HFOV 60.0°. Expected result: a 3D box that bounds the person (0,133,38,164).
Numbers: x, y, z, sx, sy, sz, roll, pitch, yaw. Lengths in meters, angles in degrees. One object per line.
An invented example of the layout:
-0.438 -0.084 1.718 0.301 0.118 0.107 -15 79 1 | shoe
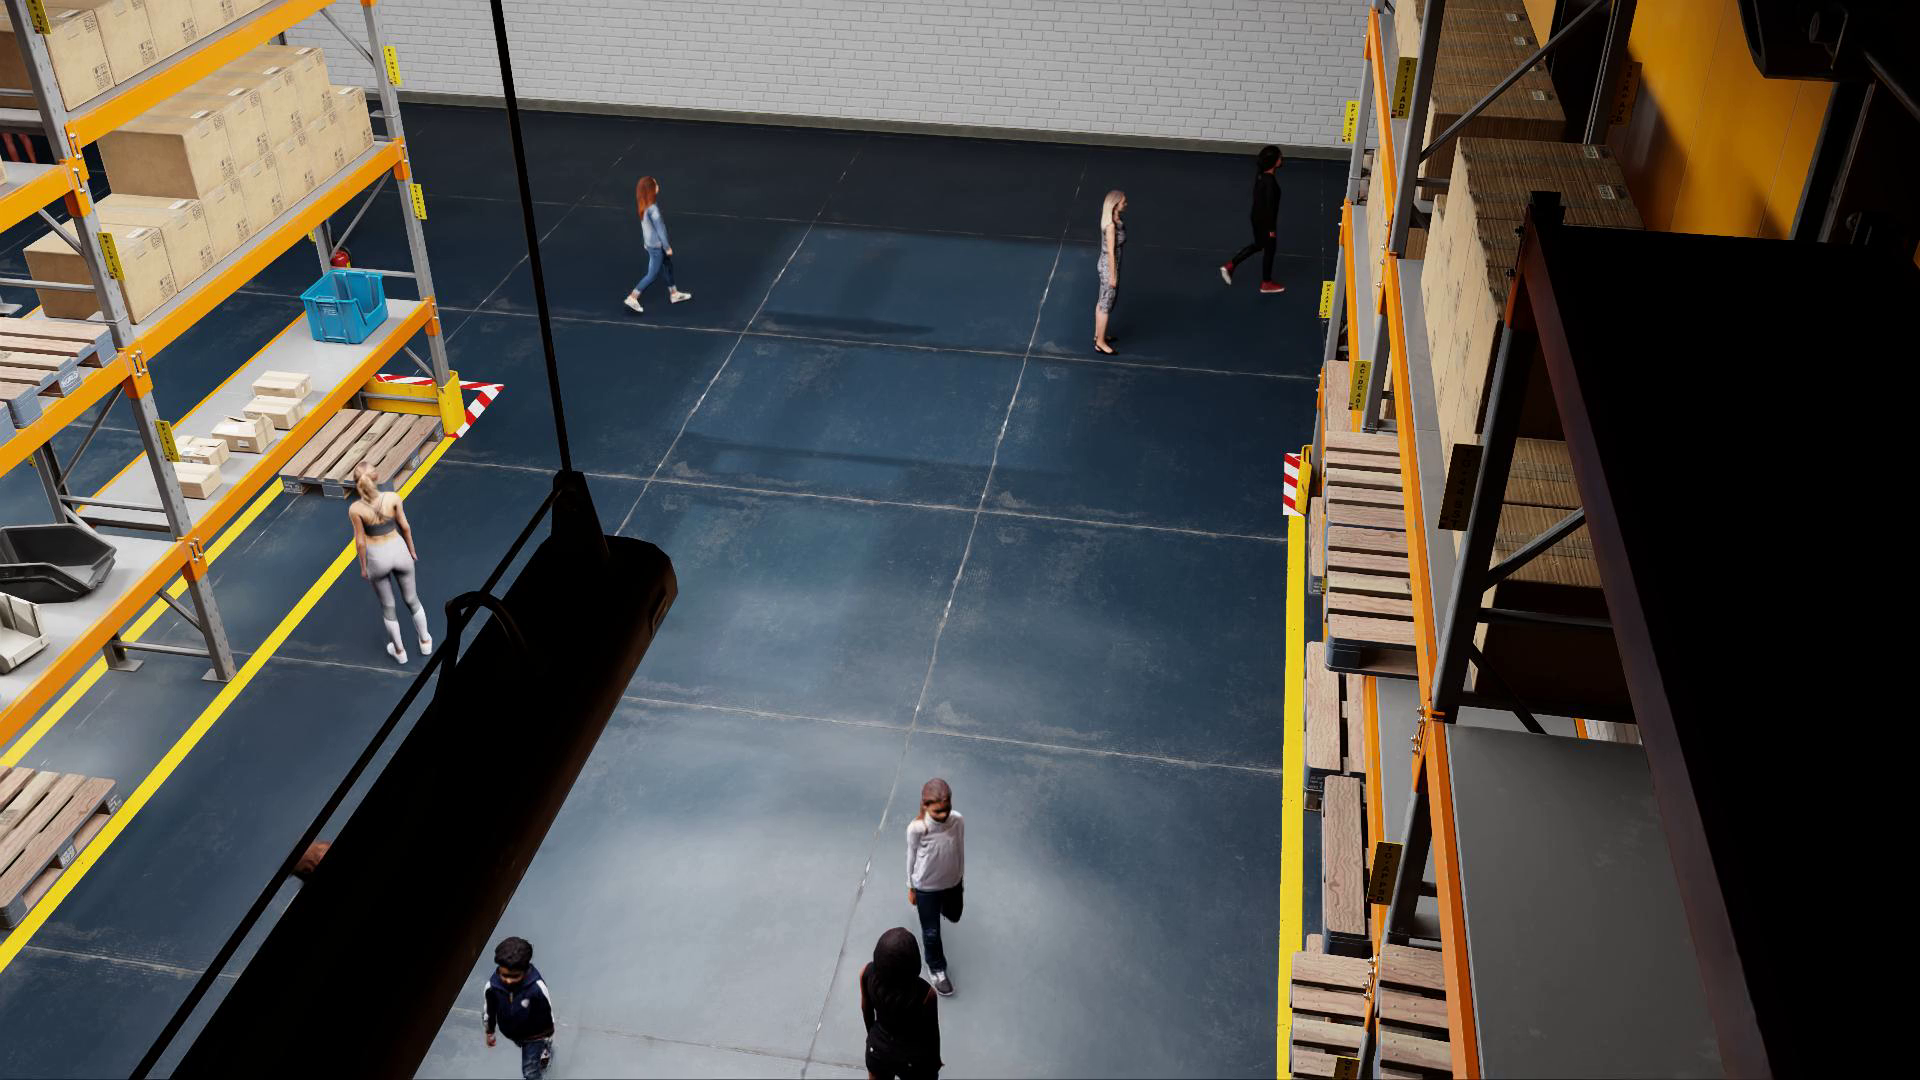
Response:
-11.871 -5.336 20.651 0.733 1.721 0.581 16 37 22 | person

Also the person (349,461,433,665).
-4.262 0.161 12.397 0.640 1.704 0.688 -19 38 -26 | person

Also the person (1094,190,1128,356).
1.495 -2.711 16.719 0.645 1.703 0.454 3 34 4 | person

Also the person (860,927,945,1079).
-0.305 2.653 8.615 0.647 1.740 0.597 14 36 20 | person

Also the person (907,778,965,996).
-0.169 1.959 9.840 0.787 1.540 0.944 -12 36 -18 | person

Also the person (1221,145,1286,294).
3.195 -3.413 17.815 0.862 1.659 0.970 -5 34 -7 | person

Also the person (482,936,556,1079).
-2.393 2.616 9.150 0.509 1.210 0.810 5 34 8 | person

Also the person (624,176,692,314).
-3.270 -3.085 17.508 0.952 1.452 0.993 -13 36 -19 | person
